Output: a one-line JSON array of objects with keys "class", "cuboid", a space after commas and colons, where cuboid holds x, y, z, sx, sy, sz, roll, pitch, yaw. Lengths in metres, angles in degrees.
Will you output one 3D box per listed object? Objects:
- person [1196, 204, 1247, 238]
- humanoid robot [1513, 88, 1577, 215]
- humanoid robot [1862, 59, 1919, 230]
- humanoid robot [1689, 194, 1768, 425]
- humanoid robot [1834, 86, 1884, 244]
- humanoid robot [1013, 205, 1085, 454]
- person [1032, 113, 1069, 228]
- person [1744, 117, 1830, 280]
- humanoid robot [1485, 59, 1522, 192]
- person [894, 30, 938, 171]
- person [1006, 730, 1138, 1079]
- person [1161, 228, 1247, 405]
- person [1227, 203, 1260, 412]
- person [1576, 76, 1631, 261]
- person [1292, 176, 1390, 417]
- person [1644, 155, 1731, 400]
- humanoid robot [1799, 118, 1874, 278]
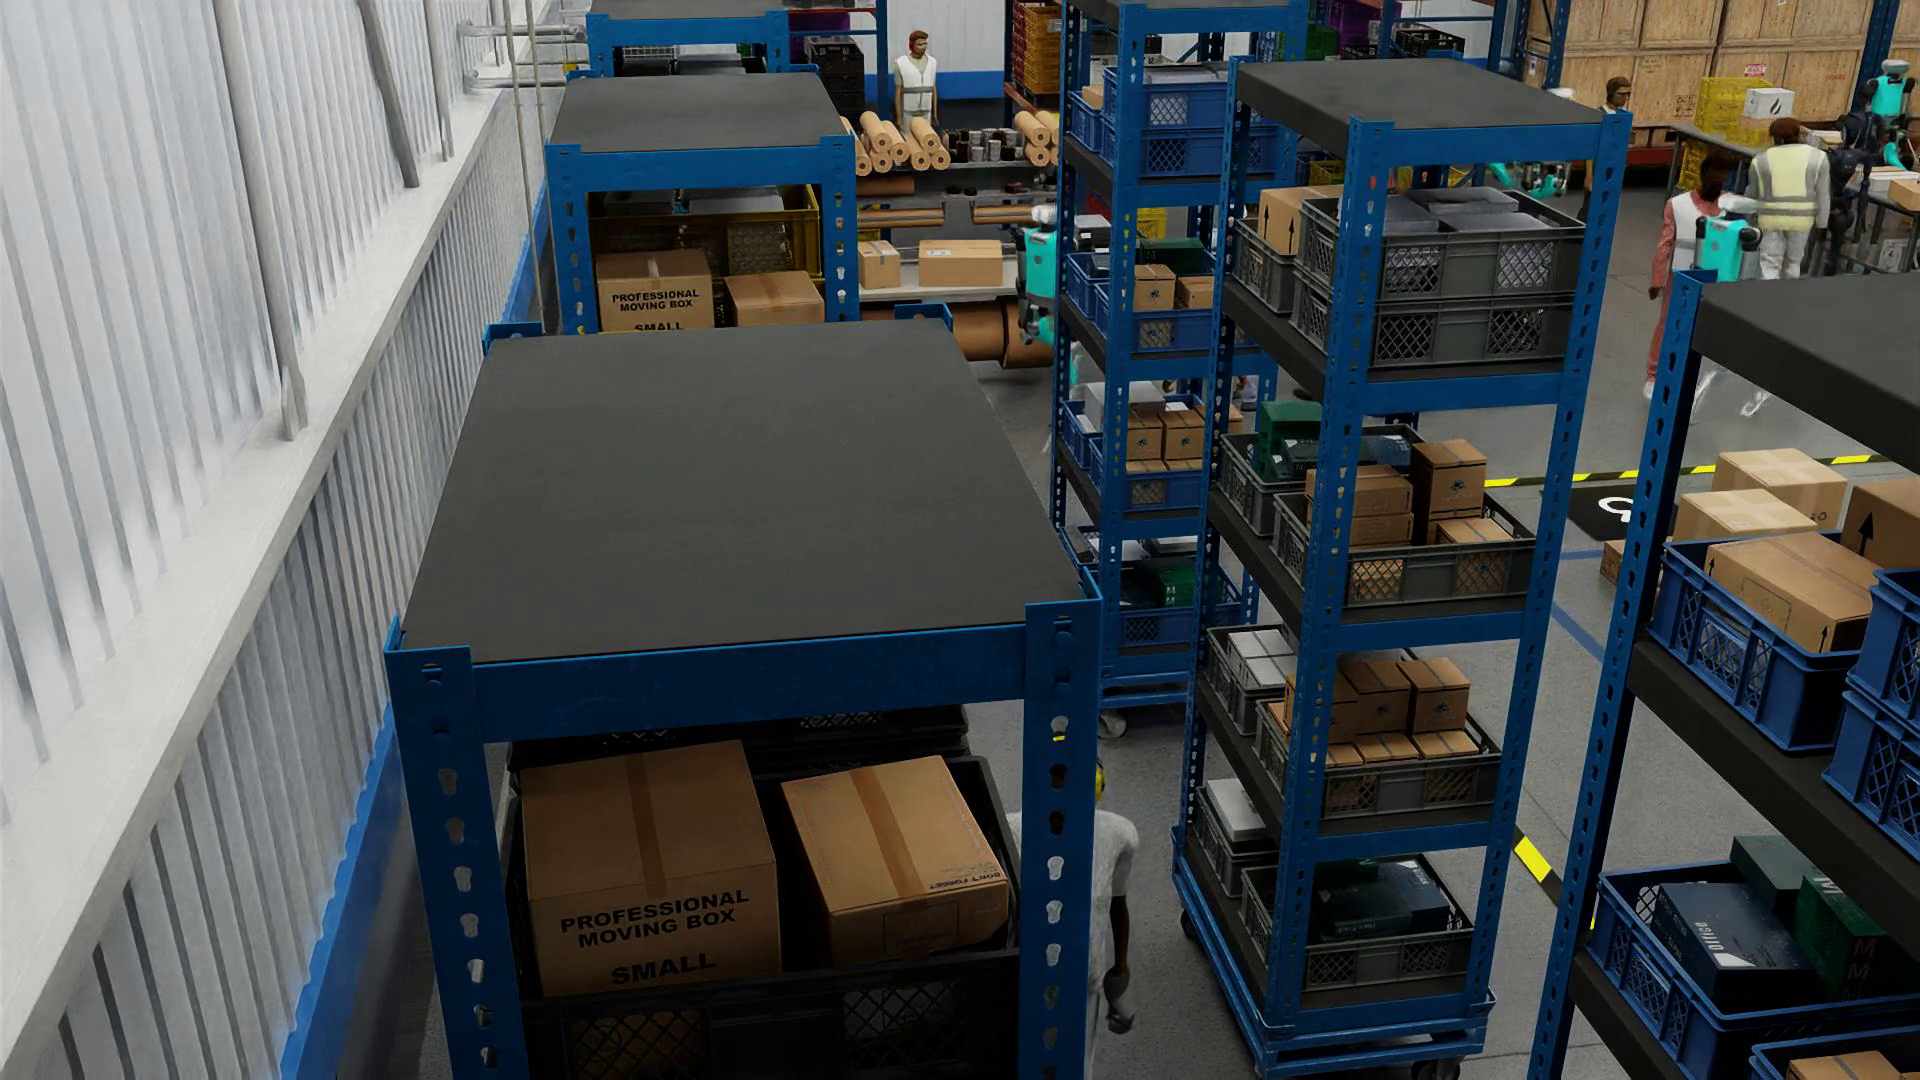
[{"class": "person", "cuboid": [2.139, -2.289, 13.174, 0.598, 2.035, 0.399, -2, 25, -5]}, {"class": "humanoid robot", "cuboid": [5.595, -3.507, 16.190, 0.551, 1.812, 0.693, -8, 26, -16]}, {"class": "humanoid robot", "cuboid": [9.743, -4.034, 17.405, 0.540, 1.858, 0.741, -4, 25, -9]}, {"class": "humanoid robot", "cuboid": [5.772, -1.693, 12.258, 0.995, 1.777, 0.530, -11, 27, -22]}, {"class": "humanoid robot", "cuboid": [8.932, -3.721, 16.718, 0.610, 1.637, 0.595, -4, 25, -9]}, {"class": "humanoid robot", "cuboid": [0.727, -1.544, 11.919, 0.538, 1.784, 0.878, 19, 31, 36]}, {"class": "person", "cuboid": [0.821, -2.962, 14.988, 0.345, 1.731, 0.512, 5, 25, 11]}, {"class": "person", "cuboid": [7.147, -2.759, 14.475, 0.698, 1.793, 0.682, 8, 26, 18]}, {"class": "humanoid robot", "cuboid": [5.803, -4.070, 17.490, 0.823, 1.868, 0.556, 16, 29, 31]}, {"class": "person", "cuboid": [-0.507, -4.908, 19.097, 0.562, 1.836, 0.387, -15, 29, -30]}, {"class": "person", "cuboid": [0.303, 1.426, 5.281, 0.516, 1.873, 0.327, -2, 25, -5]}, {"class": "person", "cuboid": [1.599, -1.120, 10.839, 0.599, 1.850, 0.386, -4, 25, -10]}, {"class": "person", "cuboid": [2.185, -1.843, 12.513, 0.308, 1.768, 0.524, -14, 28, -28]}, {"class": "person", "cuboid": [6.270, -3.598, 16.253, 0.504, 1.836, 0.332, -18, 30, -34]}, {"class": "person", "cuboid": [2.949, -1.827, 12.318, 0.912, 1.888, 0.571, 3, 25, 6]}, {"class": "person", "cuboid": [5.587, -1.993, 12.706, 0.645, 1.909, 0.434, 0, 25, -1]}, {"class": "humanoid robot", "cuboid": [7.921, -2.988, 15.091, 0.593, 1.657, 0.326, 2, 25, 4]}]
